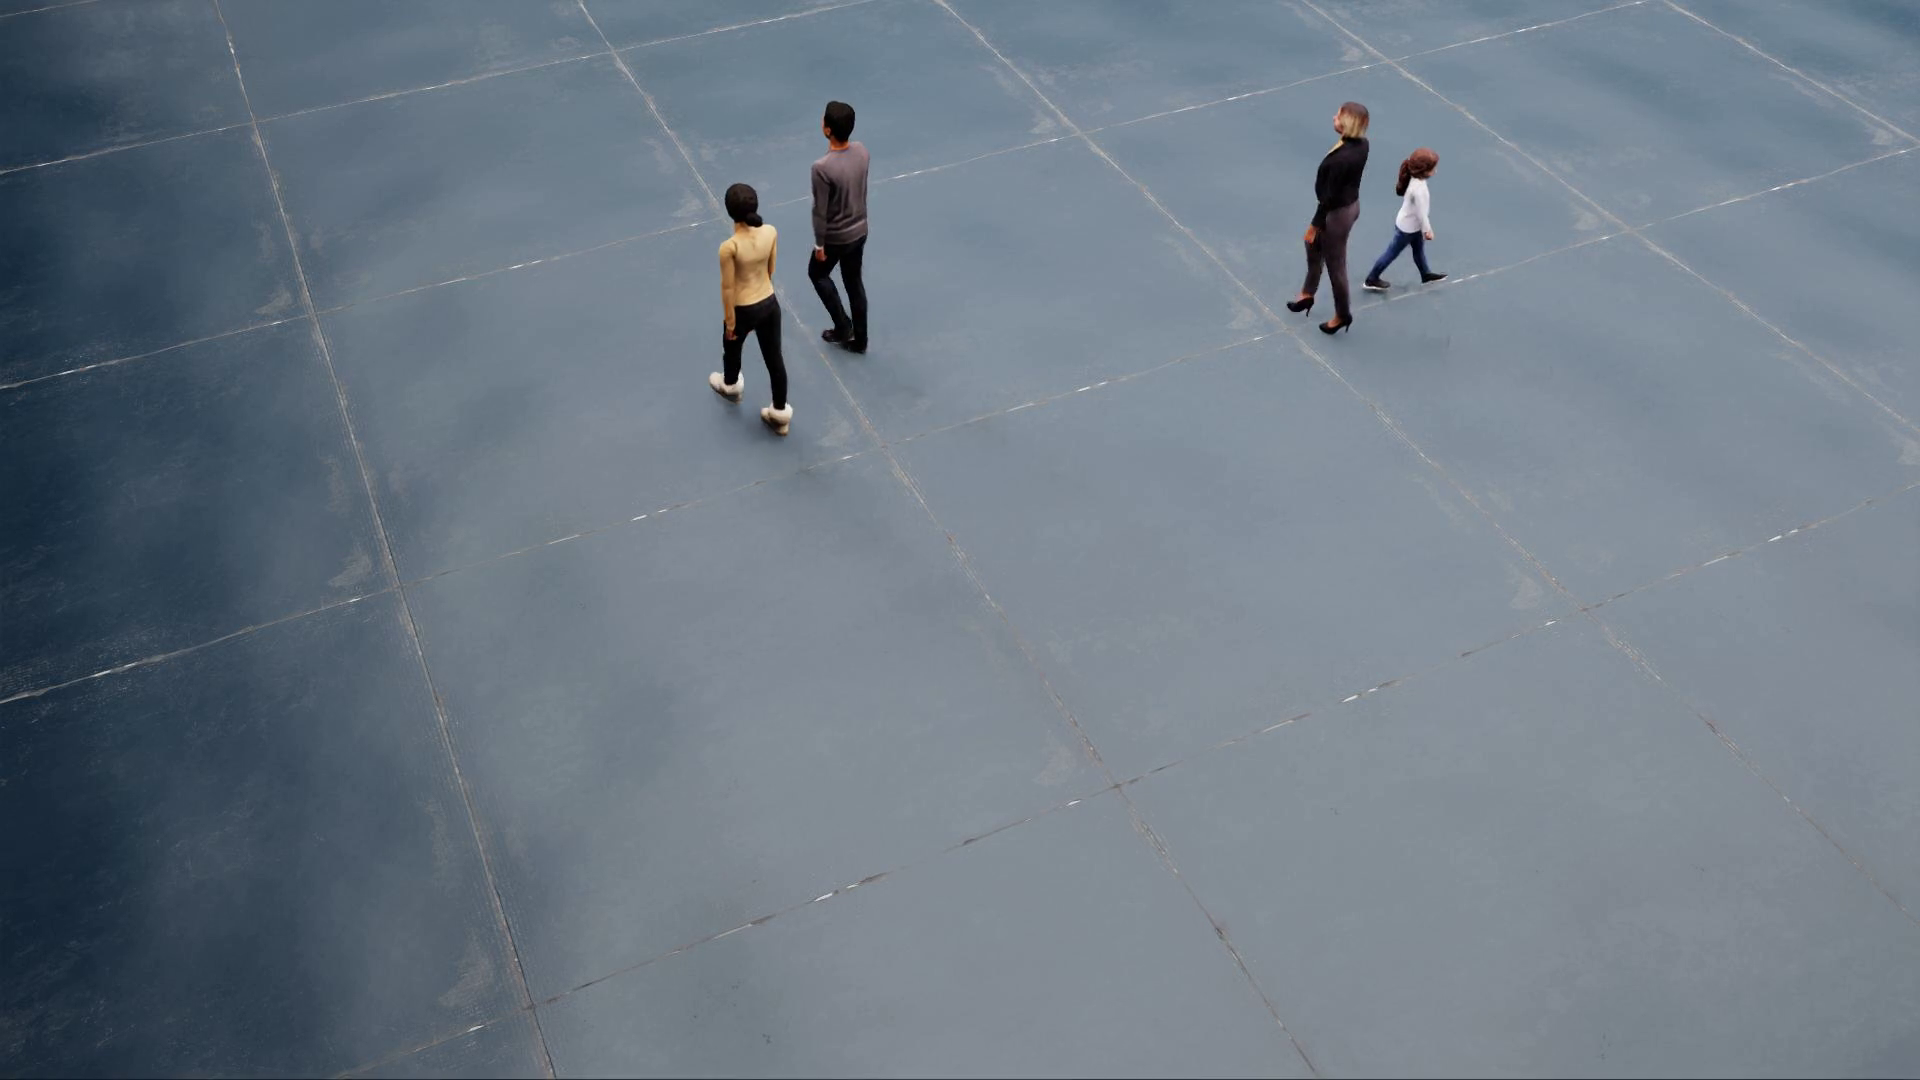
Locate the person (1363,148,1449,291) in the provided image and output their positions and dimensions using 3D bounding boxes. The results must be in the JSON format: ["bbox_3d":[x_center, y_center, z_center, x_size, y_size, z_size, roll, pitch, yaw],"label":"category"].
[{"bbox_3d":[3.005,-2.160,11.335,0.778,1.075,0.766,7,43,8],"label":"person"}]

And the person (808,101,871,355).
[{"bbox_3d":[-0.694,-1.916,10.561,0.760,1.756,0.739,-30,50,-28],"label":"person"}]

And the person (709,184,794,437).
[{"bbox_3d":[-1.193,-1.342,10.019,0.715,1.634,0.994,-27,49,-27],"label":"person"}]

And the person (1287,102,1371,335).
[{"bbox_3d":[2.525,-2.027,10.758,0.868,1.654,0.803,19,45,19],"label":"person"}]
